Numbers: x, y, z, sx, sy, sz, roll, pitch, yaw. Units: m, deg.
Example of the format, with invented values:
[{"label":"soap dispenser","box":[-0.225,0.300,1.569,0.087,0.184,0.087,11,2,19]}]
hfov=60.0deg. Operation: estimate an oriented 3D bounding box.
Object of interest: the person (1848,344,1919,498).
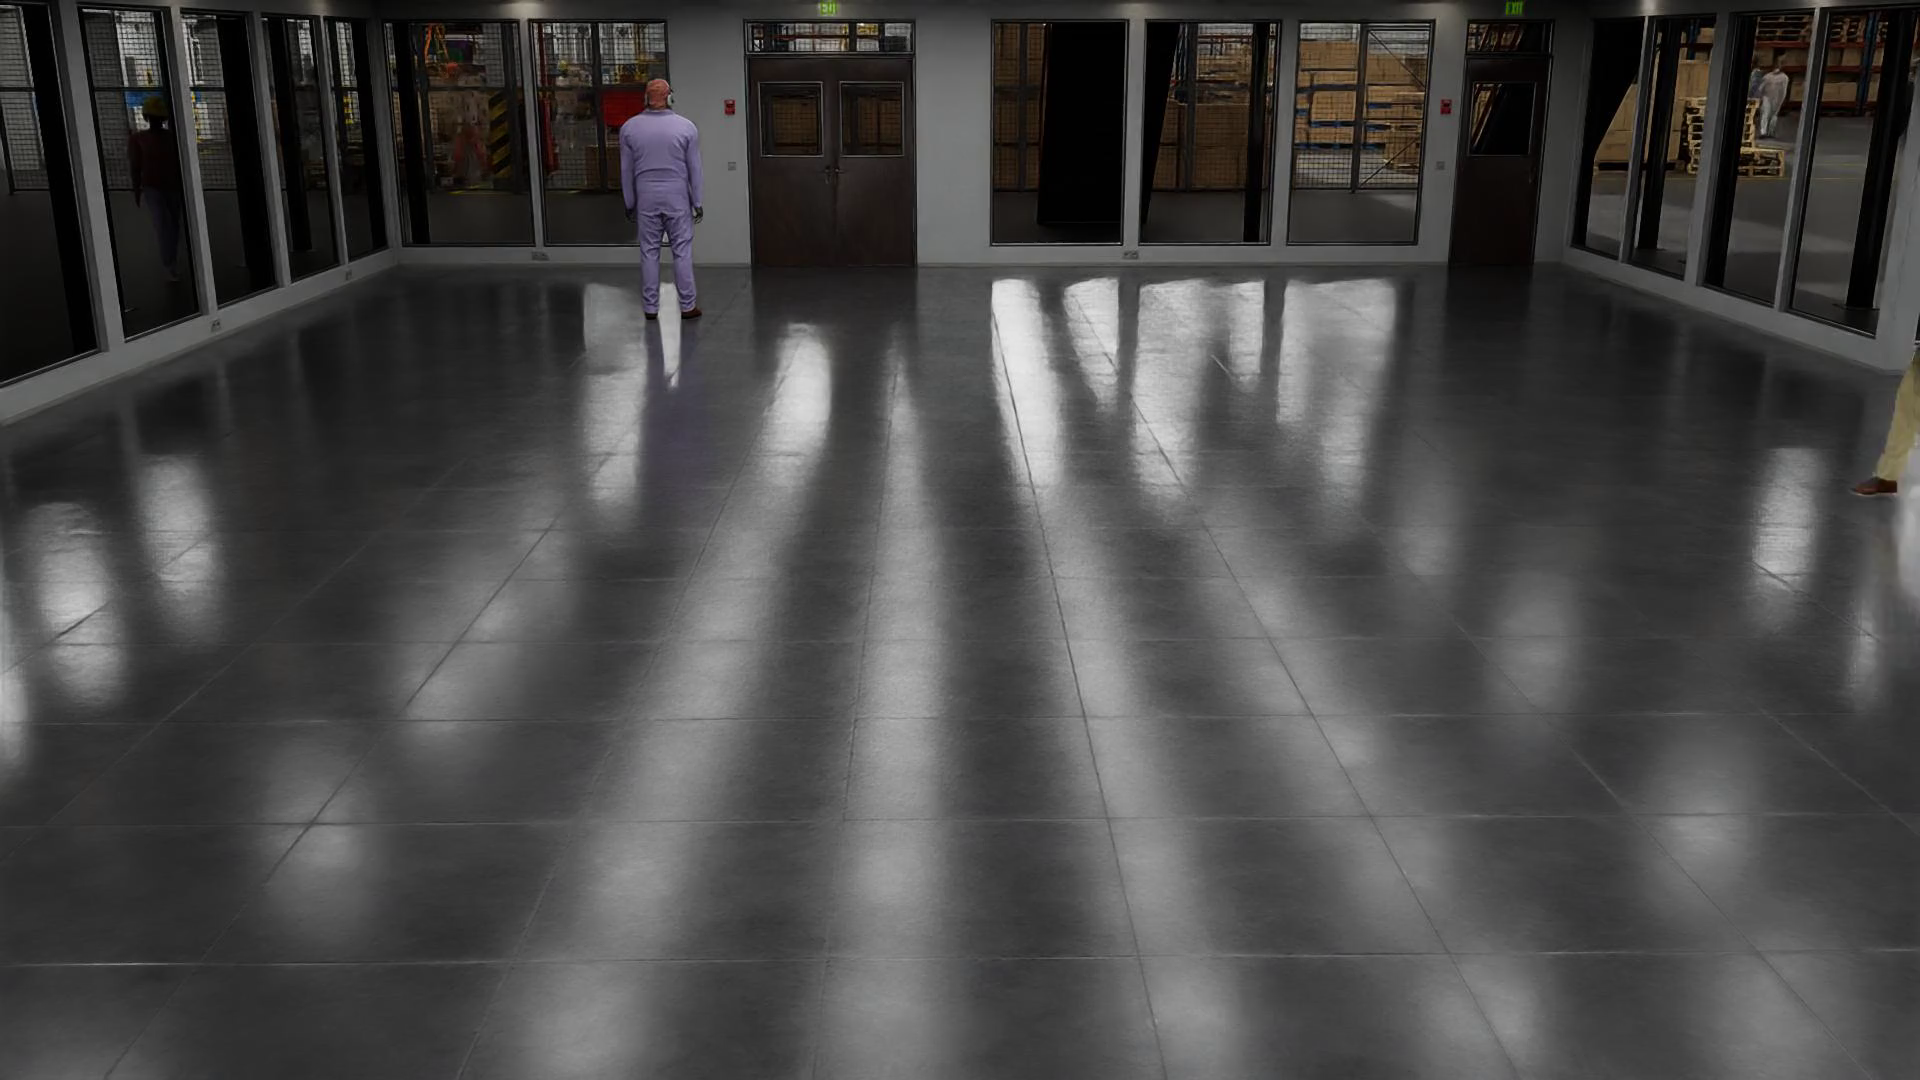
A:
[{"label":"person","box":[4.637,-0.936,7.825,0.743,1.602,0.505,-5,17,-18]}]

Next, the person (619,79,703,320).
[{"label":"person","box":[-2.383,-2.731,13.398,0.652,1.904,0.405,0,16,-1]}]
